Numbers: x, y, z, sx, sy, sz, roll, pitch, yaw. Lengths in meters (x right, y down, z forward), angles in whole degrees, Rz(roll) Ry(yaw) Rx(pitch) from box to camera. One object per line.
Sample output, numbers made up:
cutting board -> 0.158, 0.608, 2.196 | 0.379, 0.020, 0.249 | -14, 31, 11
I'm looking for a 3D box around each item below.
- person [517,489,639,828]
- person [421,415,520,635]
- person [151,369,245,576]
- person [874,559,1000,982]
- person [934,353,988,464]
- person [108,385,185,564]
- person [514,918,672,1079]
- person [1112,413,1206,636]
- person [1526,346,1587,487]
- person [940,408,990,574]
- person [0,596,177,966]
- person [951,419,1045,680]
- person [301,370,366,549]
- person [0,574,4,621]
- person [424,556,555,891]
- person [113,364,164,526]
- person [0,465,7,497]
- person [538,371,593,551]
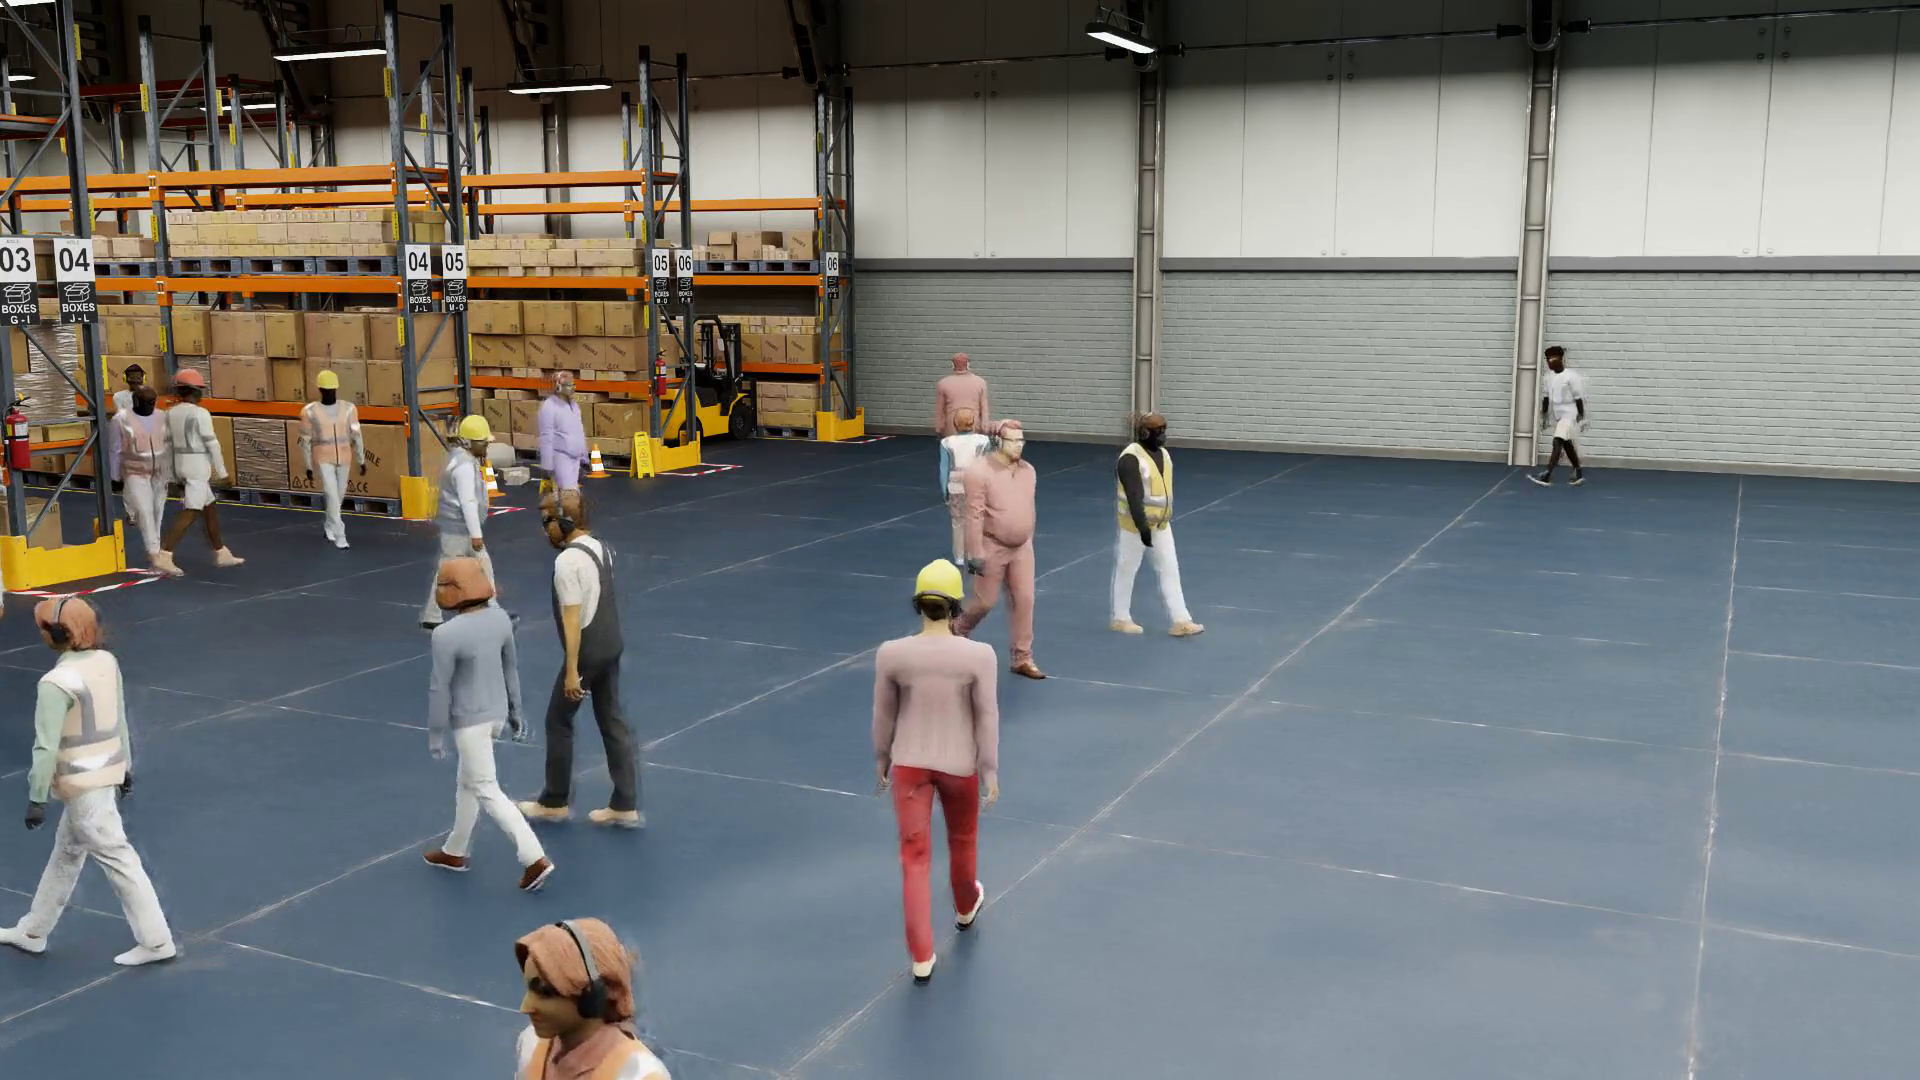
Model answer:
person -> -2.046, 0.627, 8.774 | 0.803, 1.799, 0.568 | 2, 10, 15
person -> -3.973, -0.118, 13.417 | 0.871, 1.779, 0.616 | -2, 10, -13
person -> -7.481, -0.655, 16.133 | 0.607, 2.005, 1.018 | 7, 12, 37
person -> -0.089, 0.931, 7.125 | 0.548, 1.724, 0.852 | 1, 9, 6
person -> -0.009, -1.436, 21.171 | 0.680, 1.883, 0.689 | -2, 9, -11
person -> -8.069, -0.643, 16.597 | 0.876, 1.790, 0.656 | 9, 13, 43
person -> -0.789, 1.579, 3.502 | 0.385, 1.623, 0.538 | -8, 12, -42
person -> 1.576, -0.101, 13.250 | 0.626, 1.802, 0.897 | -9, 13, -44
person -> 8.174, -1.677, 22.592 | 1.022, 1.898, 0.644 | -3, 10, -18
person -> 0.057, -0.484, 16.214 | 0.513, 1.605, 0.796 | 1, 9, 5
person -> -3.736, 1.023, 6.983 | 0.848, 1.586, 0.538 | 0, 9, -3
person -> 0.280, 0.045, 12.125 | 0.640, 1.877, 0.804 | -6, 11, -33
person -> -6.721, -0.884, 17.795 | 0.597, 1.892, 0.933 | -7, 12, -38
person -> -6.409, 0.387, 10.584 | 0.917, 1.686, 0.510 | 8, 12, 41
person -> -2.277, 0.868, 7.940 | 0.831, 1.597, 0.509 | 4, 10, 24
person -> -9.469, -1.098, 19.185 | 0.327, 1.865, 0.514 | 6, 11, 34
person -> -10.717, -0.907, 18.164 | 0.868, 1.817, 0.619 | 5, 11, 30
person -> -4.119, -0.822, 17.438 | 0.488, 1.890, 0.650 | 2, 10, 13
